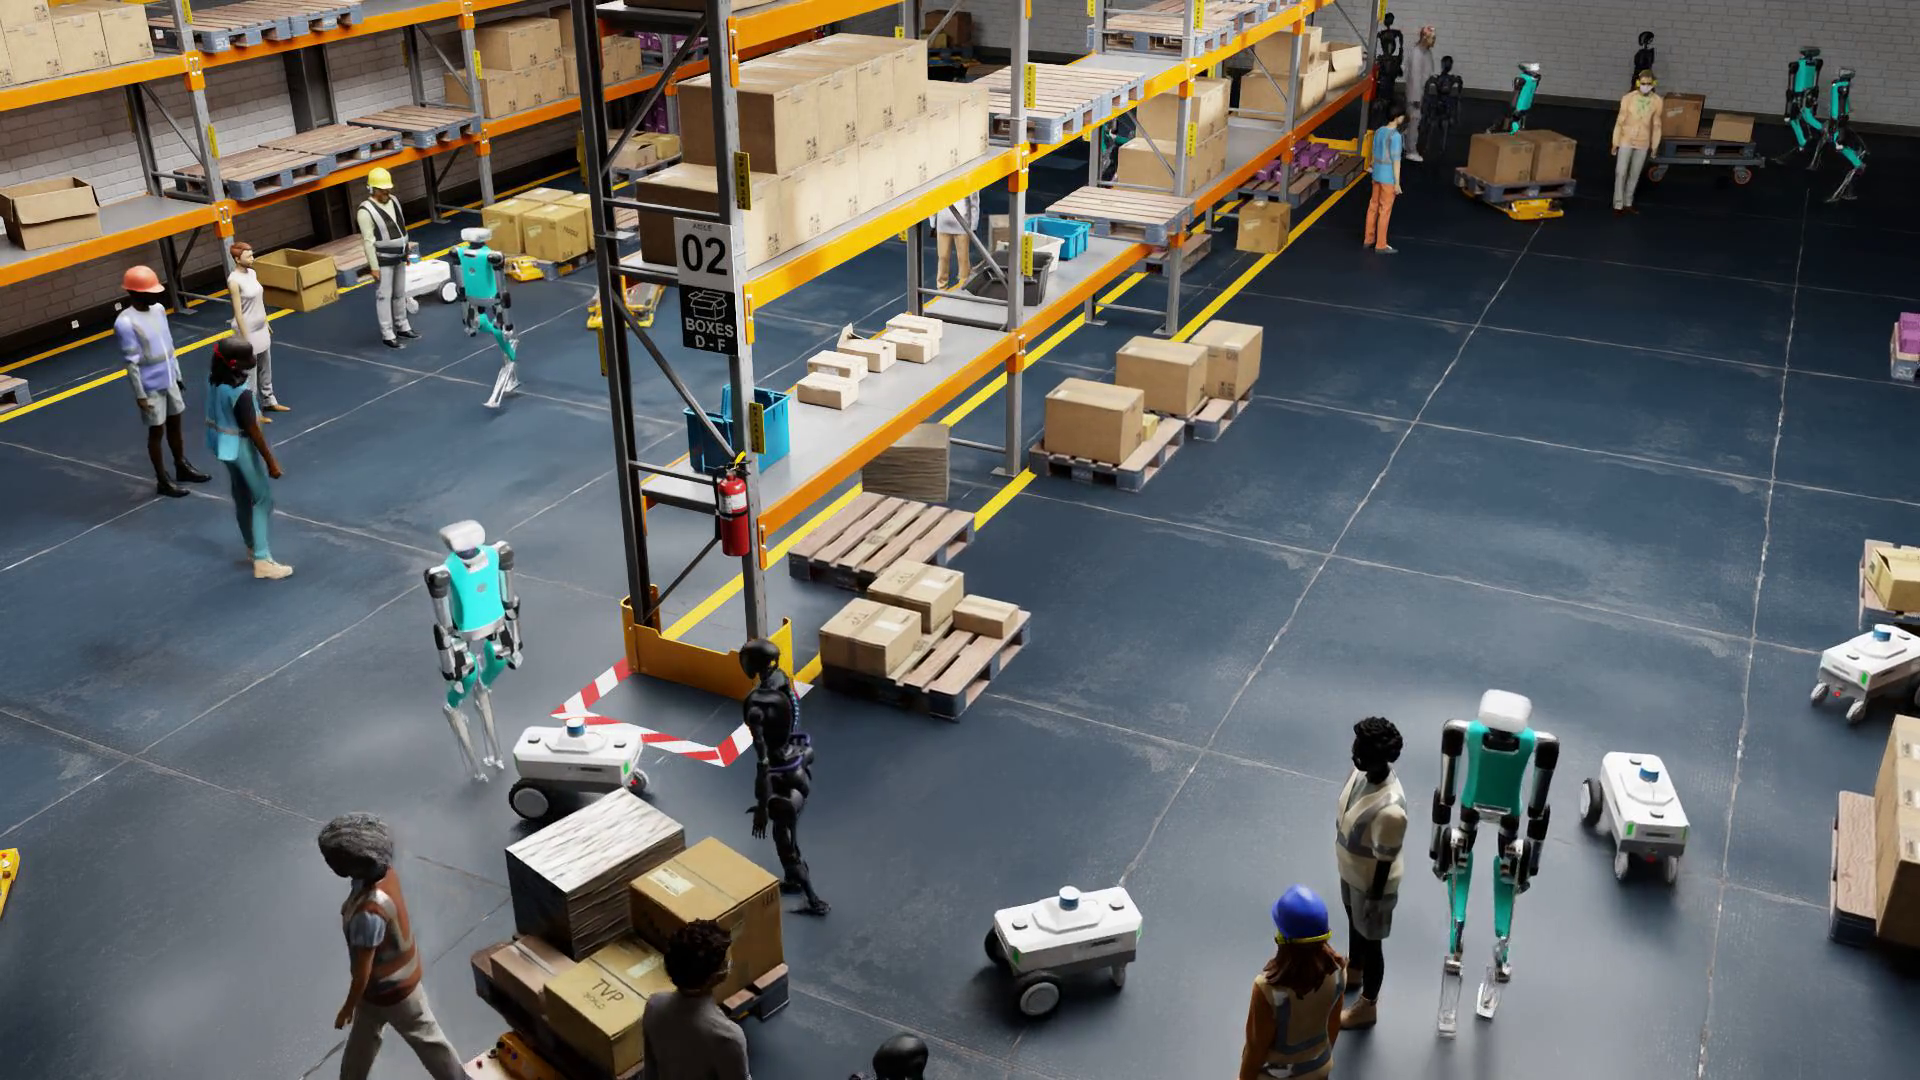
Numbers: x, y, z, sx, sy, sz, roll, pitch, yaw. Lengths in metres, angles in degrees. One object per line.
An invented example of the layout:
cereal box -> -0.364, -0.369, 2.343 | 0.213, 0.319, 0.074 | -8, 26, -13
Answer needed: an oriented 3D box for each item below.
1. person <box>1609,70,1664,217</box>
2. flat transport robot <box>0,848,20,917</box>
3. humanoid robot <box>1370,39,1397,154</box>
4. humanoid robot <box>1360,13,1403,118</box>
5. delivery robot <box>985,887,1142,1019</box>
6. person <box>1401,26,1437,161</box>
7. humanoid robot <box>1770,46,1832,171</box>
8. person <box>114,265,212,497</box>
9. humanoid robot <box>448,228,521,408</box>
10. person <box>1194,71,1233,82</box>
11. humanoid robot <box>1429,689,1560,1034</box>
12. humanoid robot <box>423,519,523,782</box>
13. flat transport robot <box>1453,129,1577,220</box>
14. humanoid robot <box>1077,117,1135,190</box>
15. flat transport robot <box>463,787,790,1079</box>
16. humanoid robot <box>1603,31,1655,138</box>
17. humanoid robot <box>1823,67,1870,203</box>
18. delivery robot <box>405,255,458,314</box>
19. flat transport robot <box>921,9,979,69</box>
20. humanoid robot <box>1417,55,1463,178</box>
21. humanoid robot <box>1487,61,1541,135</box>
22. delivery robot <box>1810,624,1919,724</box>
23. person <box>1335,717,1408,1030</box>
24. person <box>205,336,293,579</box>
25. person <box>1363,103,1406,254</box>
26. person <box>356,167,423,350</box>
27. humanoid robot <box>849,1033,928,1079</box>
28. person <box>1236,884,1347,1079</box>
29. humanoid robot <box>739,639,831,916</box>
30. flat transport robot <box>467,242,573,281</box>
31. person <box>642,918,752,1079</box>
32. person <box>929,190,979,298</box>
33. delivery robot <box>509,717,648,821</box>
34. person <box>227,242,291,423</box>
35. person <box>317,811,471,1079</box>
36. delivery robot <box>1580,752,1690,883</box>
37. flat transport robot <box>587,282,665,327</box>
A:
person -> 8.603, -5.035, 21.175 | 0.569, 1.858, 0.587 | 6, 27, 12
flat transport robot -> -5.370, 2.065, 8.607 | 0.659, 0.231, 1.431 | -8, 27, -16
humanoid robot -> 6.154, -6.453, 24.220 | 0.306, 1.653, 0.613 | 19, 32, 33
humanoid robot -> 6.761, -7.549, 26.474 | 0.616, 1.623, 0.749 | -7, 27, -14
delivery robot -> 0.514, 2.024, 8.376 | 0.774, 0.603, 0.499 | -8, 27, -15
person -> 6.601, -6.403, 23.889 | 0.446, 1.888, 0.665 | 14, 30, 26
humanoid robot -> 11.845, -5.922, 23.148 | 0.549, 1.760, 1.042 | -9, 28, -18
person -> -6.503, -1.294, 13.529 | 0.383, 1.929, 0.543 | 6, 27, 12
humanoid robot -> -4.259, -2.065, 15.291 | 0.539, 1.737, 0.992 | 8, 28, 16
person -> 4.235, -8.611, 28.337 | 0.867, 1.898, 0.528 | 15, 30, 28
humanoid robot -> 2.459, 1.609, 7.842 | 0.539, 1.763, 0.736 | 8, 27, 16
humanoid robot -> -2.910, 0.654, 9.827 | 0.554, 1.809, 0.669 | -24, 35, -39
flat transport robot -> 7.248, -4.490, 21.848 | 0.659, 0.231, 1.431 | -6, 27, -12
humanoid robot -> 2.028, -5.556, 22.359 | 0.875, 1.791, 0.540 | -19, 32, -34
flat transport robot -> -1.622, 2.331, 8.070 | 0.659, 0.231, 1.431 | 22, 34, 37
humanoid robot -> 10.200, -6.783, 24.954 | 0.786, 1.624, 0.610 | 1, 26, 1
humanoid robot -> 11.719, -5.260, 21.739 | 0.881, 1.770, 0.587 | 8, 28, 16
delivery robot -> -5.893, -2.818, 18.140 | 0.517, 0.588, 0.759 | 18, 32, 33
flat transport robot -> -0.400, -8.865, 30.684 | 1.431, 0.231, 0.659 | -3, 27, -6
humanoid robot -> 6.668, -5.877, 23.061 | 0.609, 1.654, 0.324 | -1, 26, -3
humanoid robot -> 7.299, -5.535, 22.403 | 0.531, 1.857, 0.774 | -23, 34, -38
delivery robot -> 5.932, 0.834, 10.791 | 0.815, 0.611, 0.499 | -14, 30, -26
person -> 1.946, 1.581, 7.979 | 0.319, 1.694, 0.533 | -2, 26, -3
person -> -5.300, -0.626, 12.271 | 0.684, 1.846, 0.392 | 21, 33, 36
person -> 5.066, -4.299, 19.775 | 0.303, 1.763, 0.508 | -10, 28, -19
person -> -5.751, -2.850, 16.776 | 0.404, 1.828, 0.591 | 9, 28, 17
humanoid robot -> -0.272, 2.498, 6.188 | 0.600, 1.645, 0.633 | 21, 33, 35
person -> 1.324, 2.143, 6.749 | 0.462, 1.778, 0.305 | -12, 29, -23
humanoid robot -> -0.920, 1.246, 8.702 | 0.478, 1.647, 0.589 | 4, 27, 8
flat transport robot -> -5.193, -3.341, 19.526 | 0.659, 0.231, 1.431 | -21, 33, -35
person -> -1.009, 2.273, 6.369 | 0.568, 1.882, 0.639 | 21, 33, 36
person -> -0.073, -3.393, 17.969 | 0.562, 1.741, 0.336 | 7, 27, 14
delivery robot -> -2.266, 1.328, 9.792 | 0.792, 0.611, 0.499 | 2, 26, 5
person -> -6.378, -1.877, 15.010 | 0.284, 1.653, 0.441 | 3, 27, 7
person -> -2.603, 1.932, 7.309 | 0.805, 1.650, 0.431 | -8, 28, -16
delivery robot -> 3.842, 1.522, 9.395 | 0.499, 0.606, 0.805 | 4, 27, 7
flat transport robot -> -3.610, -2.610, 18.050 | 0.659, 0.231, 1.431 | -1, 26, -2
